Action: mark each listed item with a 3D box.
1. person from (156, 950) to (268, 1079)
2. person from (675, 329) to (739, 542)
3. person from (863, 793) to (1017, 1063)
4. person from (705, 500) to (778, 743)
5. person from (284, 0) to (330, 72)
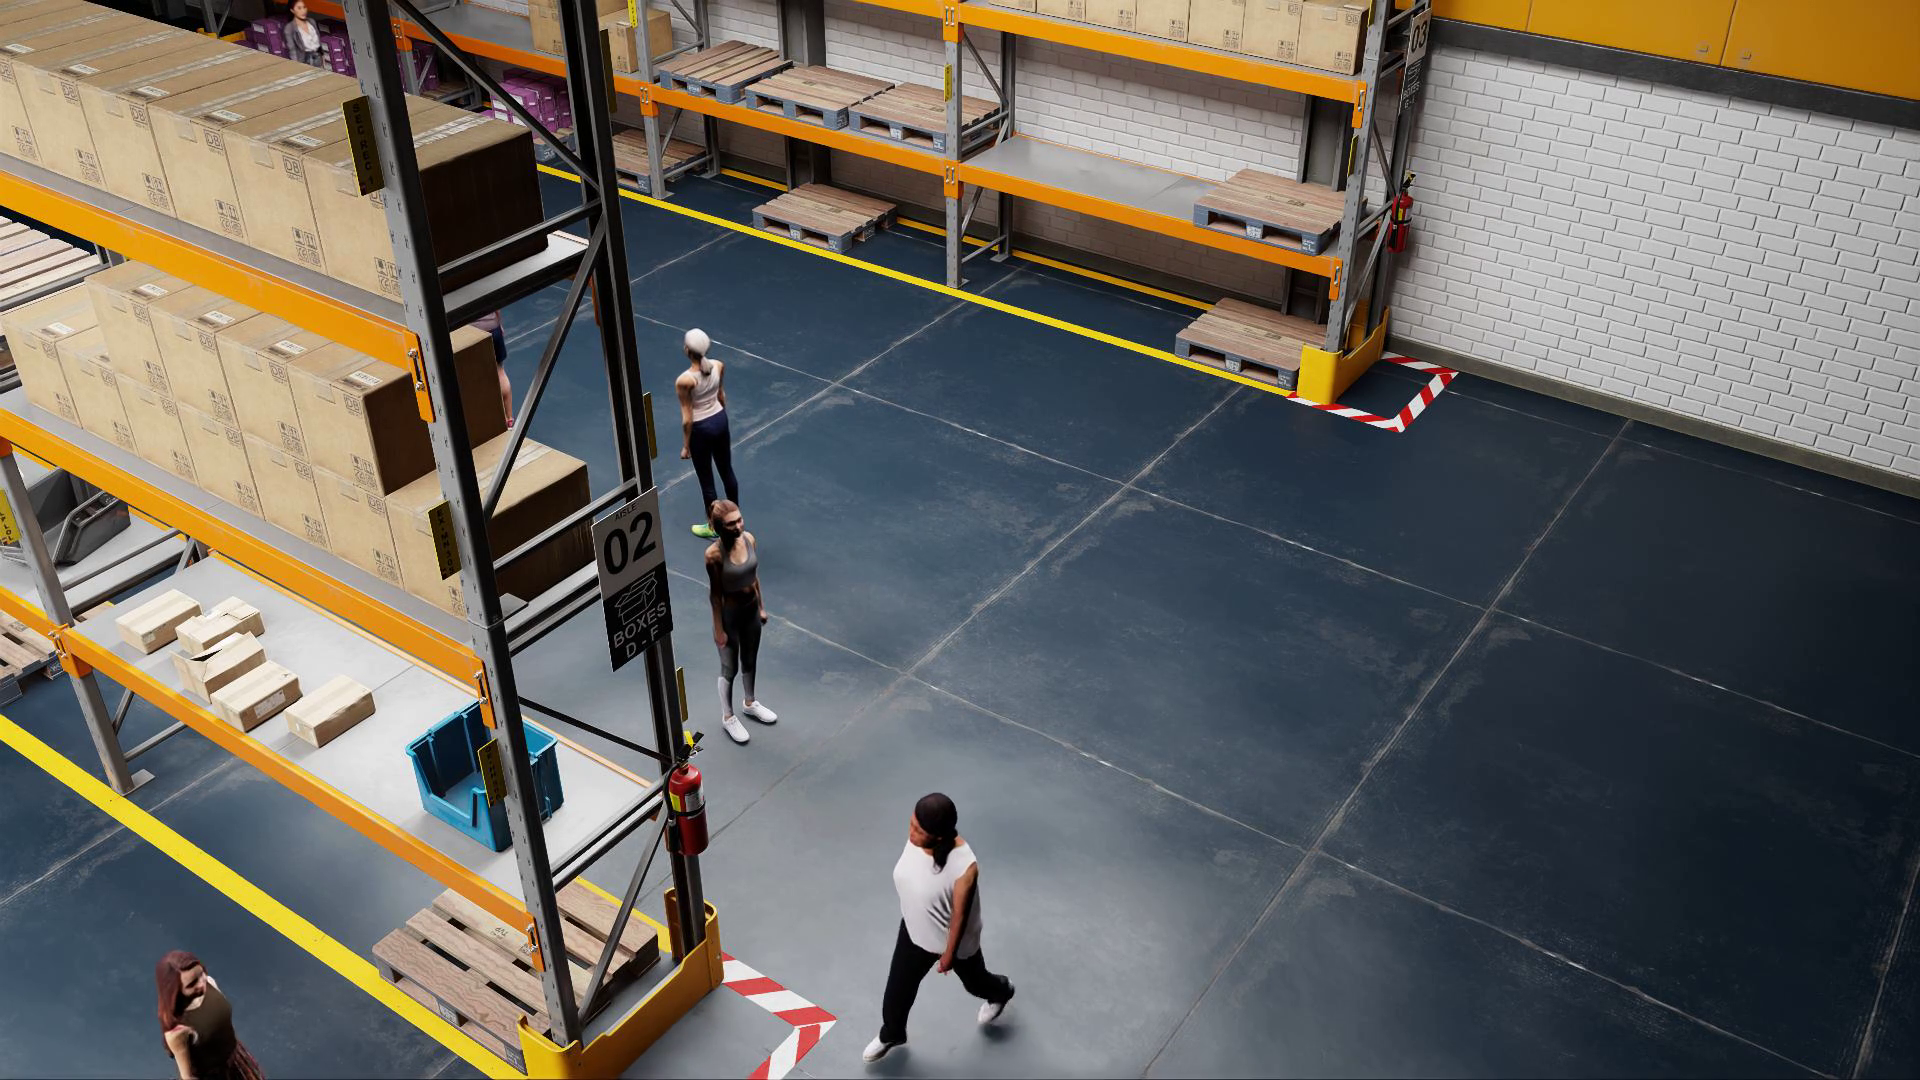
[{"bbox_3d":[-3.498,2.450,7.649,1.121,1.538,0.856,6,34,9],"label":"person"},{"bbox_3d":[-1.870,-0.784,12.367,0.559,1.701,0.611,26,41,33],"label":"person"},{"bbox_3d":[-0.046,1.921,8.341,0.905,1.653,1.108,-25,41,-32],"label":"person"},{"bbox_3d":[-1.408,0.480,10.462,0.559,1.703,0.574,25,41,32],"label":"person"},{"bbox_3d":[-7.639,-5.536,19.537,0.584,1.677,0.631,18,38,25],"label":"person"}]
